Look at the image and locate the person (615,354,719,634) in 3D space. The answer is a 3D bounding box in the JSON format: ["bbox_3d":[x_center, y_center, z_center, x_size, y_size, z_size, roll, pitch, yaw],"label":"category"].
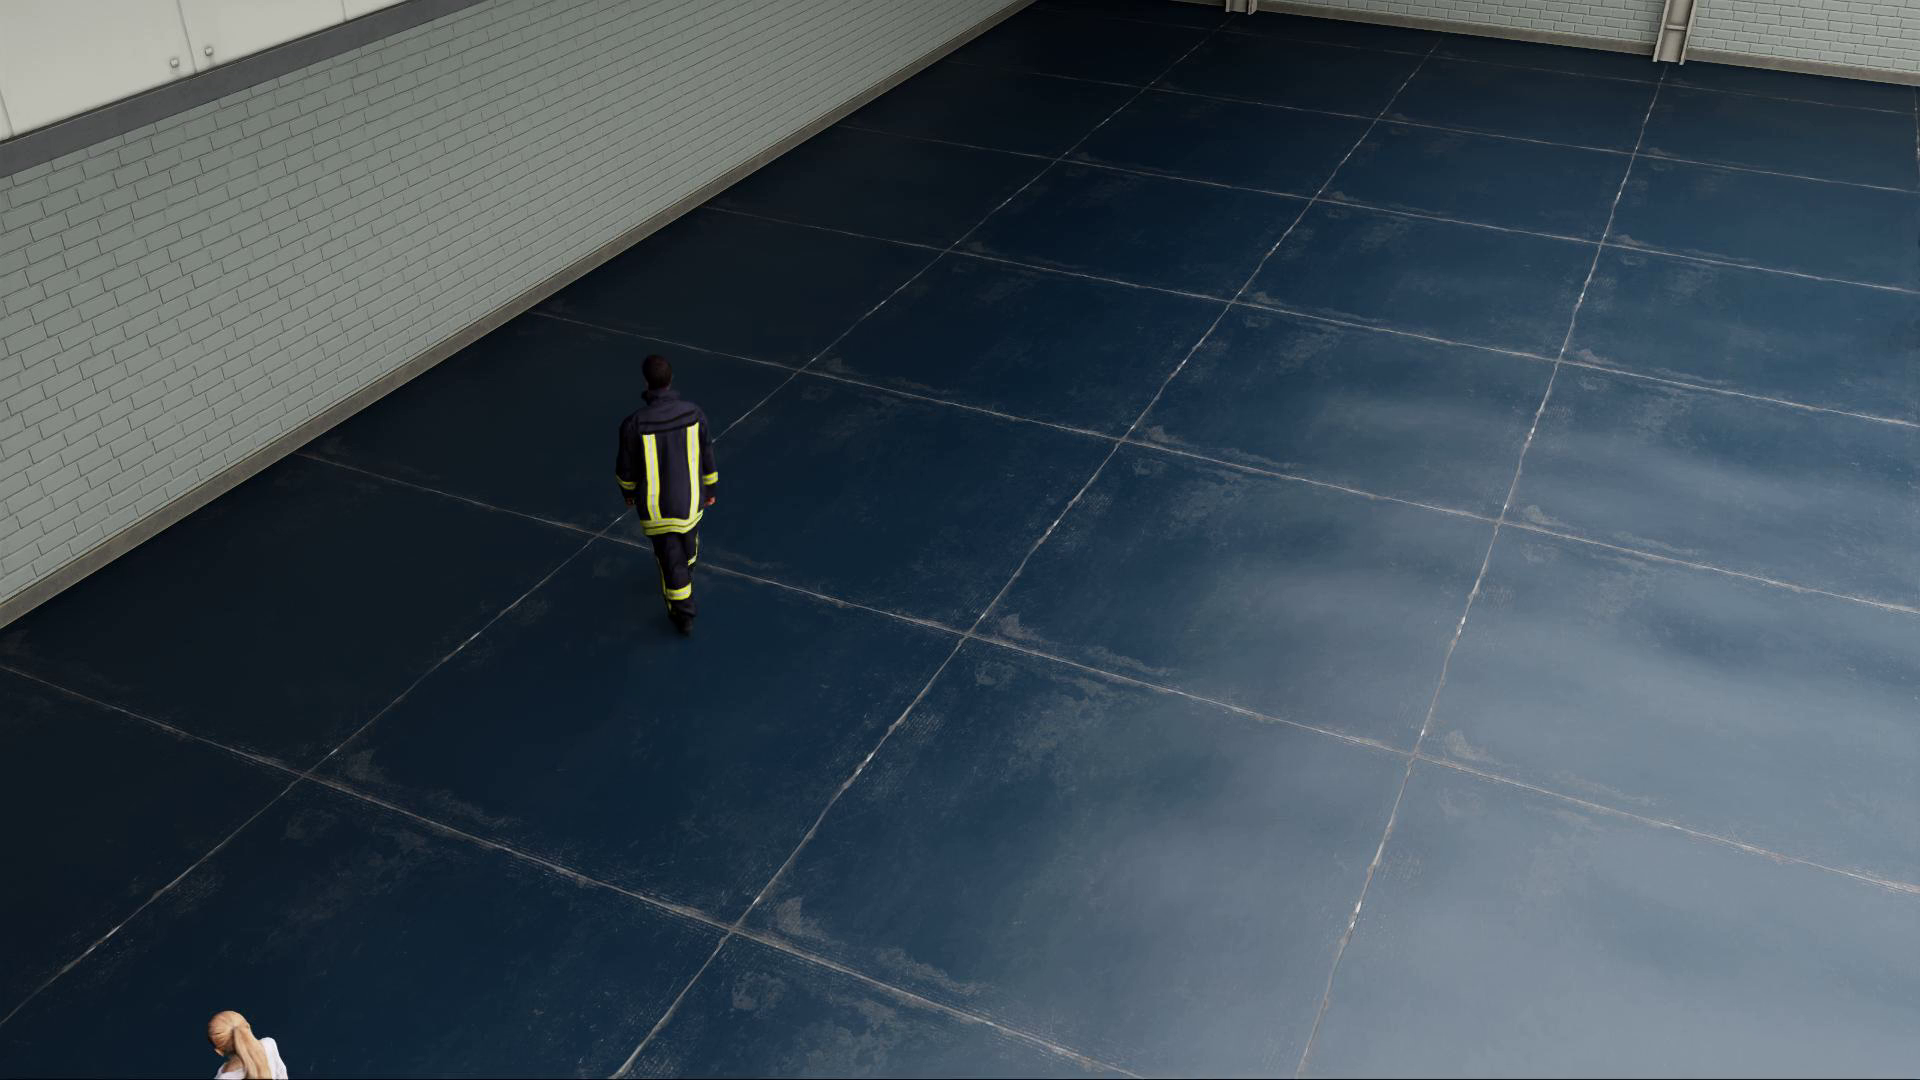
[{"bbox_3d":[-1.878,-0.265,10.865,1.177,1.888,1.273,-15,35,-22],"label":"person"}]

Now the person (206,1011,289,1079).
[{"bbox_3d":[-2.968,2.477,7.089,0.509,1.280,0.500,17,36,25],"label":"person"}]
